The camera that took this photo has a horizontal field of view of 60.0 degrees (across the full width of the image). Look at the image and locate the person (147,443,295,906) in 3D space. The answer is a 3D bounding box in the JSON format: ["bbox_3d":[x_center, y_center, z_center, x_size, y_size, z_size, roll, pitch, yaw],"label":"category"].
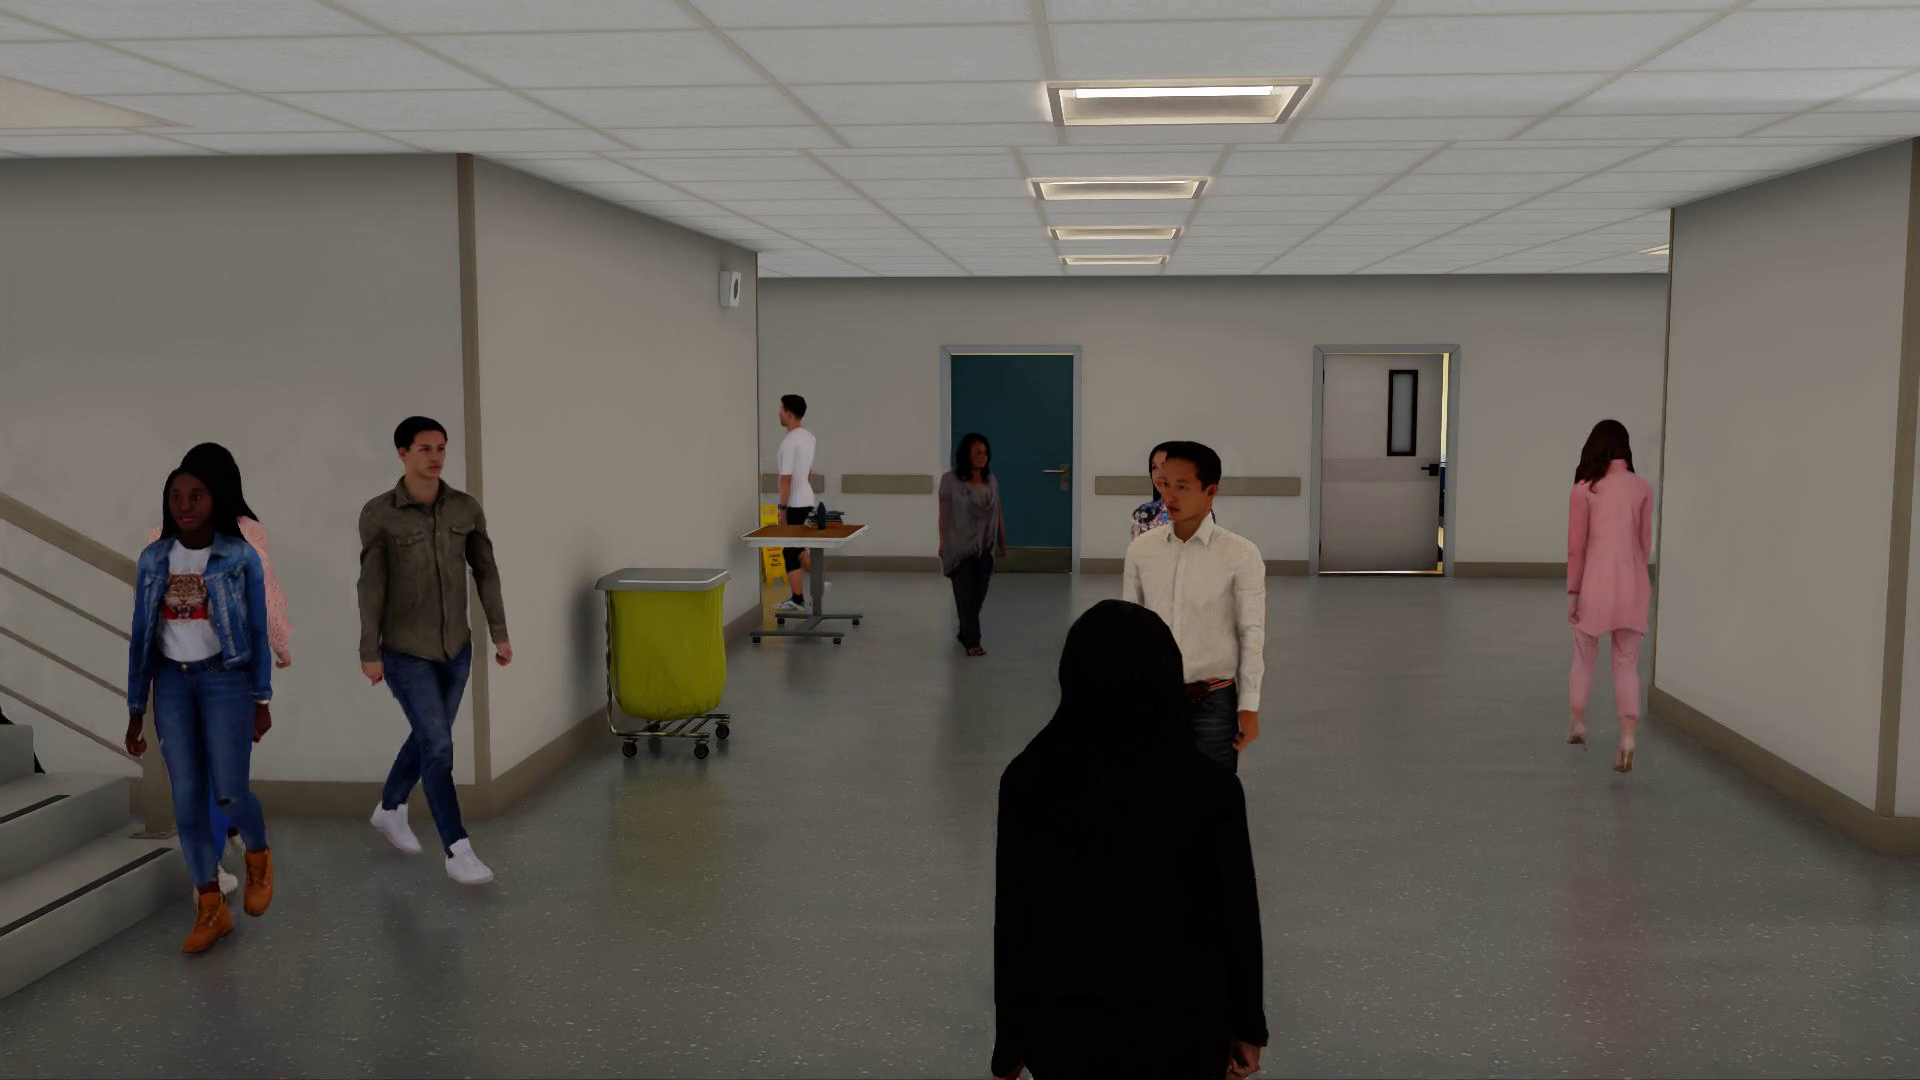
[{"bbox_3d":[-2.881,0.526,6.376,0.977,1.733,0.742,0,6,1],"label":"person"}]

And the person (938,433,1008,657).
[{"bbox_3d":[0.055,0.028,12.062,0.954,1.585,0.960,-3,6,-27],"label":"person"}]

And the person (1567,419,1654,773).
[{"bbox_3d":[3.298,0.318,8.344,1.103,1.752,0.704,1,6,6],"label":"person"}]

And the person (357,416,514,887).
[{"bbox_3d":[-2.202,0.438,6.746,1.281,1.832,1.143,5,8,42],"label":"person"}]

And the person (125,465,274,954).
[{"bbox_3d":[-2.678,0.582,5.966,0.641,1.702,0.692,0,6,-1],"label":"person"}]

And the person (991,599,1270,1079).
[{"bbox_3d":[0.284,0.943,3.021,1.099,1.573,0.830,1,6,13],"label":"person"}]

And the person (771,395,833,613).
[{"bbox_3d":[-1.304,-0.299,14.040,0.828,1.839,0.775,2,6,17],"label":"person"}]

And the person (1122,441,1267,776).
[{"bbox_3d":[0.767,0.568,5.578,0.632,1.808,0.795,3,6,27],"label":"person"}]

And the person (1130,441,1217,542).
[{"bbox_3d":[0.991,0.429,7.398,0.898,1.720,0.897,4,7,35],"label":"person"}]
